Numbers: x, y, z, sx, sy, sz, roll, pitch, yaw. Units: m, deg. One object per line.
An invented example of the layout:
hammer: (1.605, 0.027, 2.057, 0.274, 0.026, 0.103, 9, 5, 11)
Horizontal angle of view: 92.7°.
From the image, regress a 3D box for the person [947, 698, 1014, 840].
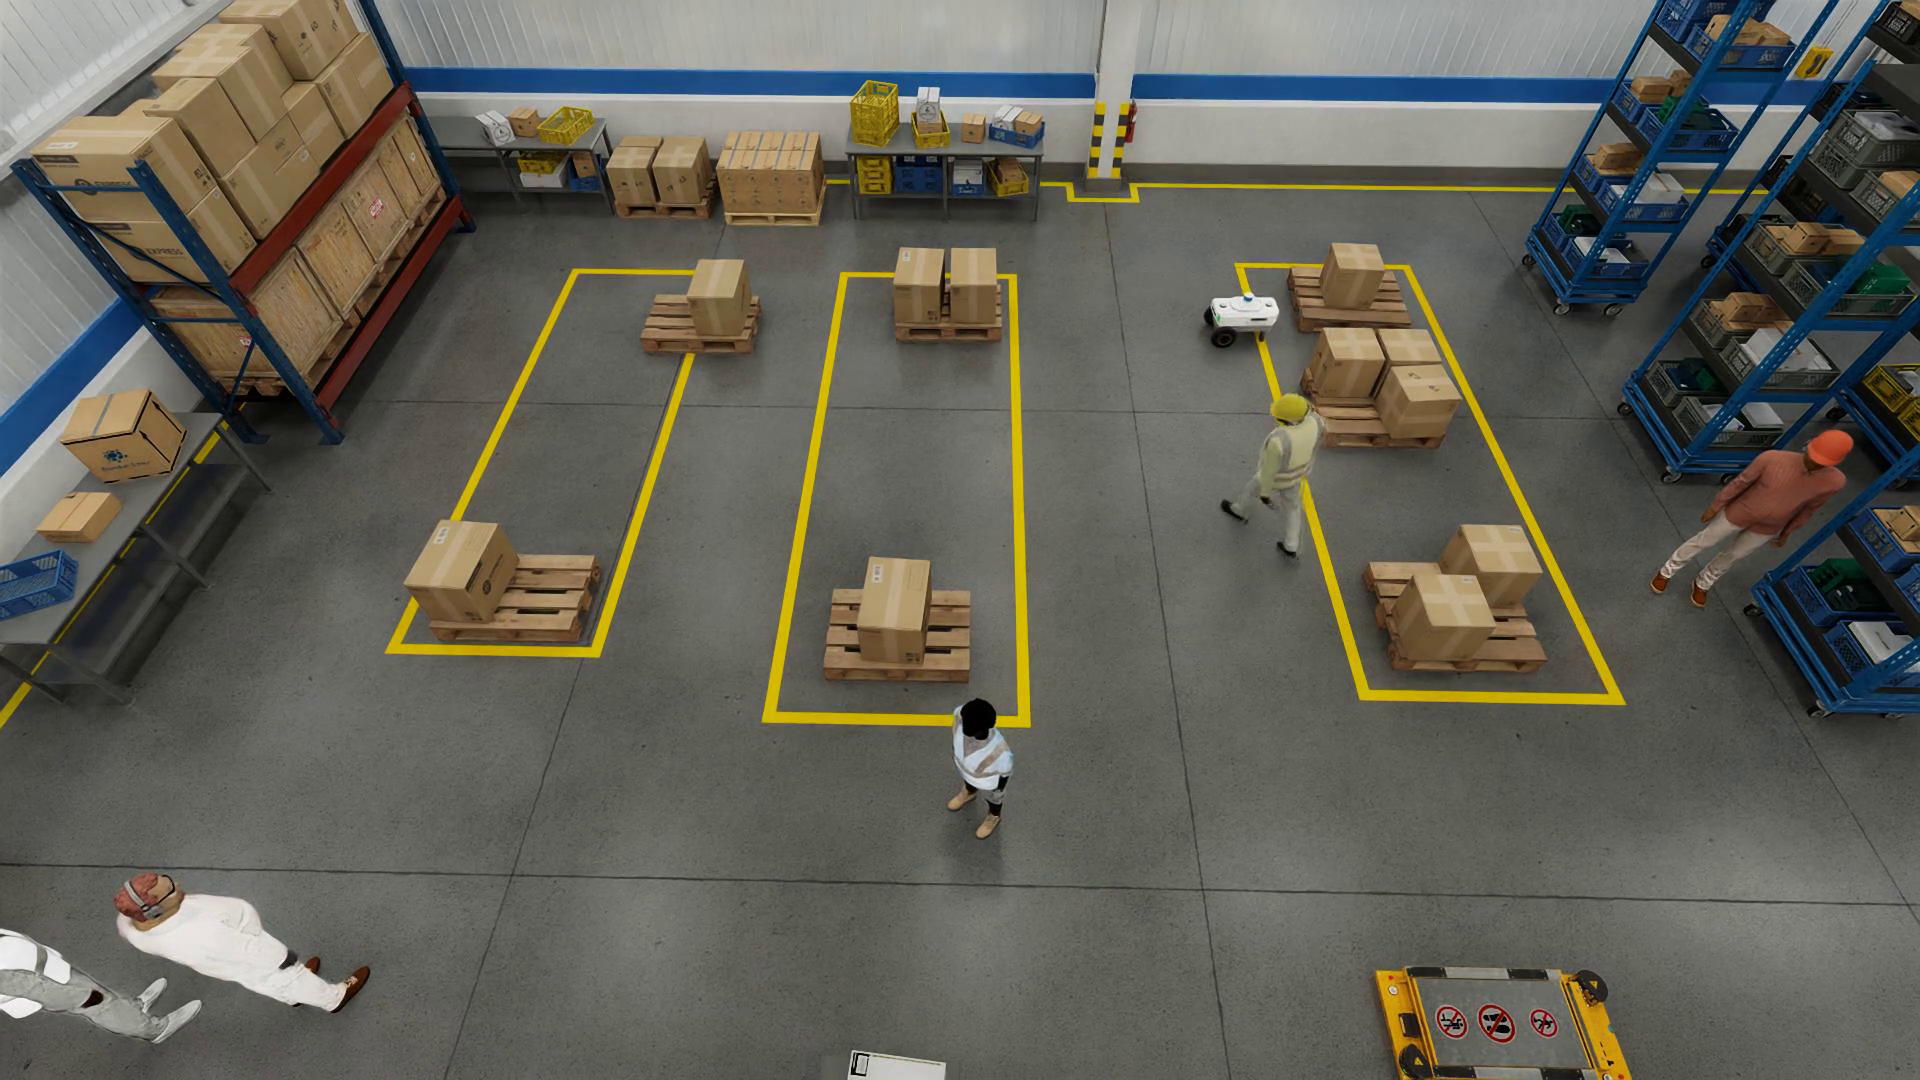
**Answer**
person: (0.129, 1.559, 6.282, 0.320, 1.695, 0.537, -34, 58, -24)

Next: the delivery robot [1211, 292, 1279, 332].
delivery robot: (3.199, -2.557, 10.312, 0.707, 0.478, 0.477, -1, 51, -1)

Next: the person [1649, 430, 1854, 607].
person: (6.490, -0.168, 7.502, 0.622, 1.990, 0.394, 23, 54, 18)

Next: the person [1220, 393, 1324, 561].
person: (2.815, -0.580, 7.984, 0.612, 1.773, 0.913, -21, 54, -16)

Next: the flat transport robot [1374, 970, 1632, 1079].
flat transport robot: (3.501, 3.133, 5.914, 1.431, 0.197, 0.652, 1, 51, 1)

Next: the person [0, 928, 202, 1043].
person: (-5.316, 2.558, 5.328, 0.590, 1.919, 0.392, 20, 54, 15)

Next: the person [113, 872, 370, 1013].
person: (-4.287, 2.412, 5.457, 0.642, 1.905, 0.401, 10, 52, 8)
